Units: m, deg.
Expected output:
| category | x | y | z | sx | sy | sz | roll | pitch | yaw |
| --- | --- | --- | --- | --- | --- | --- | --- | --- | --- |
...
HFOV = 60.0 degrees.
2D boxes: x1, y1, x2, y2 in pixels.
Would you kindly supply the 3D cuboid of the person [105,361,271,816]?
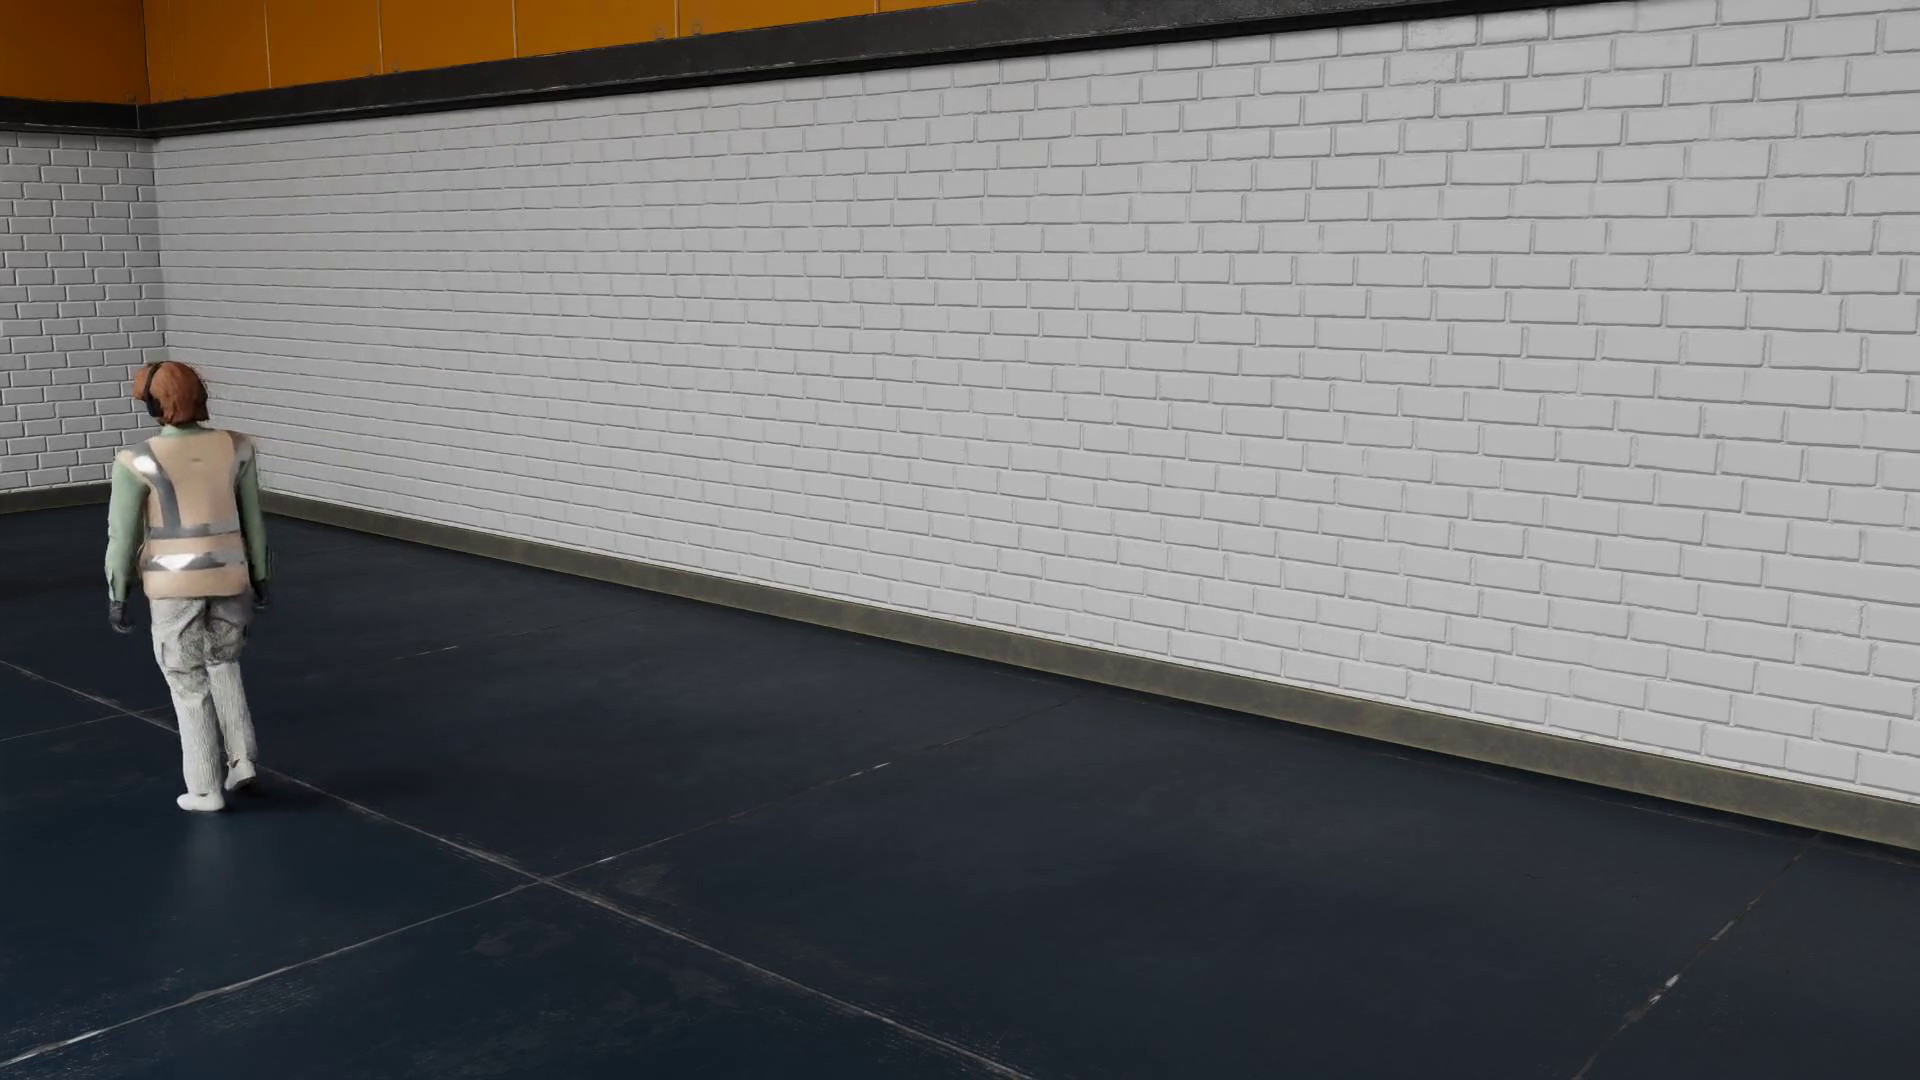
| category | x | y | z | sx | sy | sz | roll | pitch | yaw |
| --- | --- | --- | --- | --- | --- | --- | --- | --- | --- |
| person | -2.737 | 0.179 | 5.904 | 0.389 | 1.625 | 0.548 | 8 | 13 | 37 |
